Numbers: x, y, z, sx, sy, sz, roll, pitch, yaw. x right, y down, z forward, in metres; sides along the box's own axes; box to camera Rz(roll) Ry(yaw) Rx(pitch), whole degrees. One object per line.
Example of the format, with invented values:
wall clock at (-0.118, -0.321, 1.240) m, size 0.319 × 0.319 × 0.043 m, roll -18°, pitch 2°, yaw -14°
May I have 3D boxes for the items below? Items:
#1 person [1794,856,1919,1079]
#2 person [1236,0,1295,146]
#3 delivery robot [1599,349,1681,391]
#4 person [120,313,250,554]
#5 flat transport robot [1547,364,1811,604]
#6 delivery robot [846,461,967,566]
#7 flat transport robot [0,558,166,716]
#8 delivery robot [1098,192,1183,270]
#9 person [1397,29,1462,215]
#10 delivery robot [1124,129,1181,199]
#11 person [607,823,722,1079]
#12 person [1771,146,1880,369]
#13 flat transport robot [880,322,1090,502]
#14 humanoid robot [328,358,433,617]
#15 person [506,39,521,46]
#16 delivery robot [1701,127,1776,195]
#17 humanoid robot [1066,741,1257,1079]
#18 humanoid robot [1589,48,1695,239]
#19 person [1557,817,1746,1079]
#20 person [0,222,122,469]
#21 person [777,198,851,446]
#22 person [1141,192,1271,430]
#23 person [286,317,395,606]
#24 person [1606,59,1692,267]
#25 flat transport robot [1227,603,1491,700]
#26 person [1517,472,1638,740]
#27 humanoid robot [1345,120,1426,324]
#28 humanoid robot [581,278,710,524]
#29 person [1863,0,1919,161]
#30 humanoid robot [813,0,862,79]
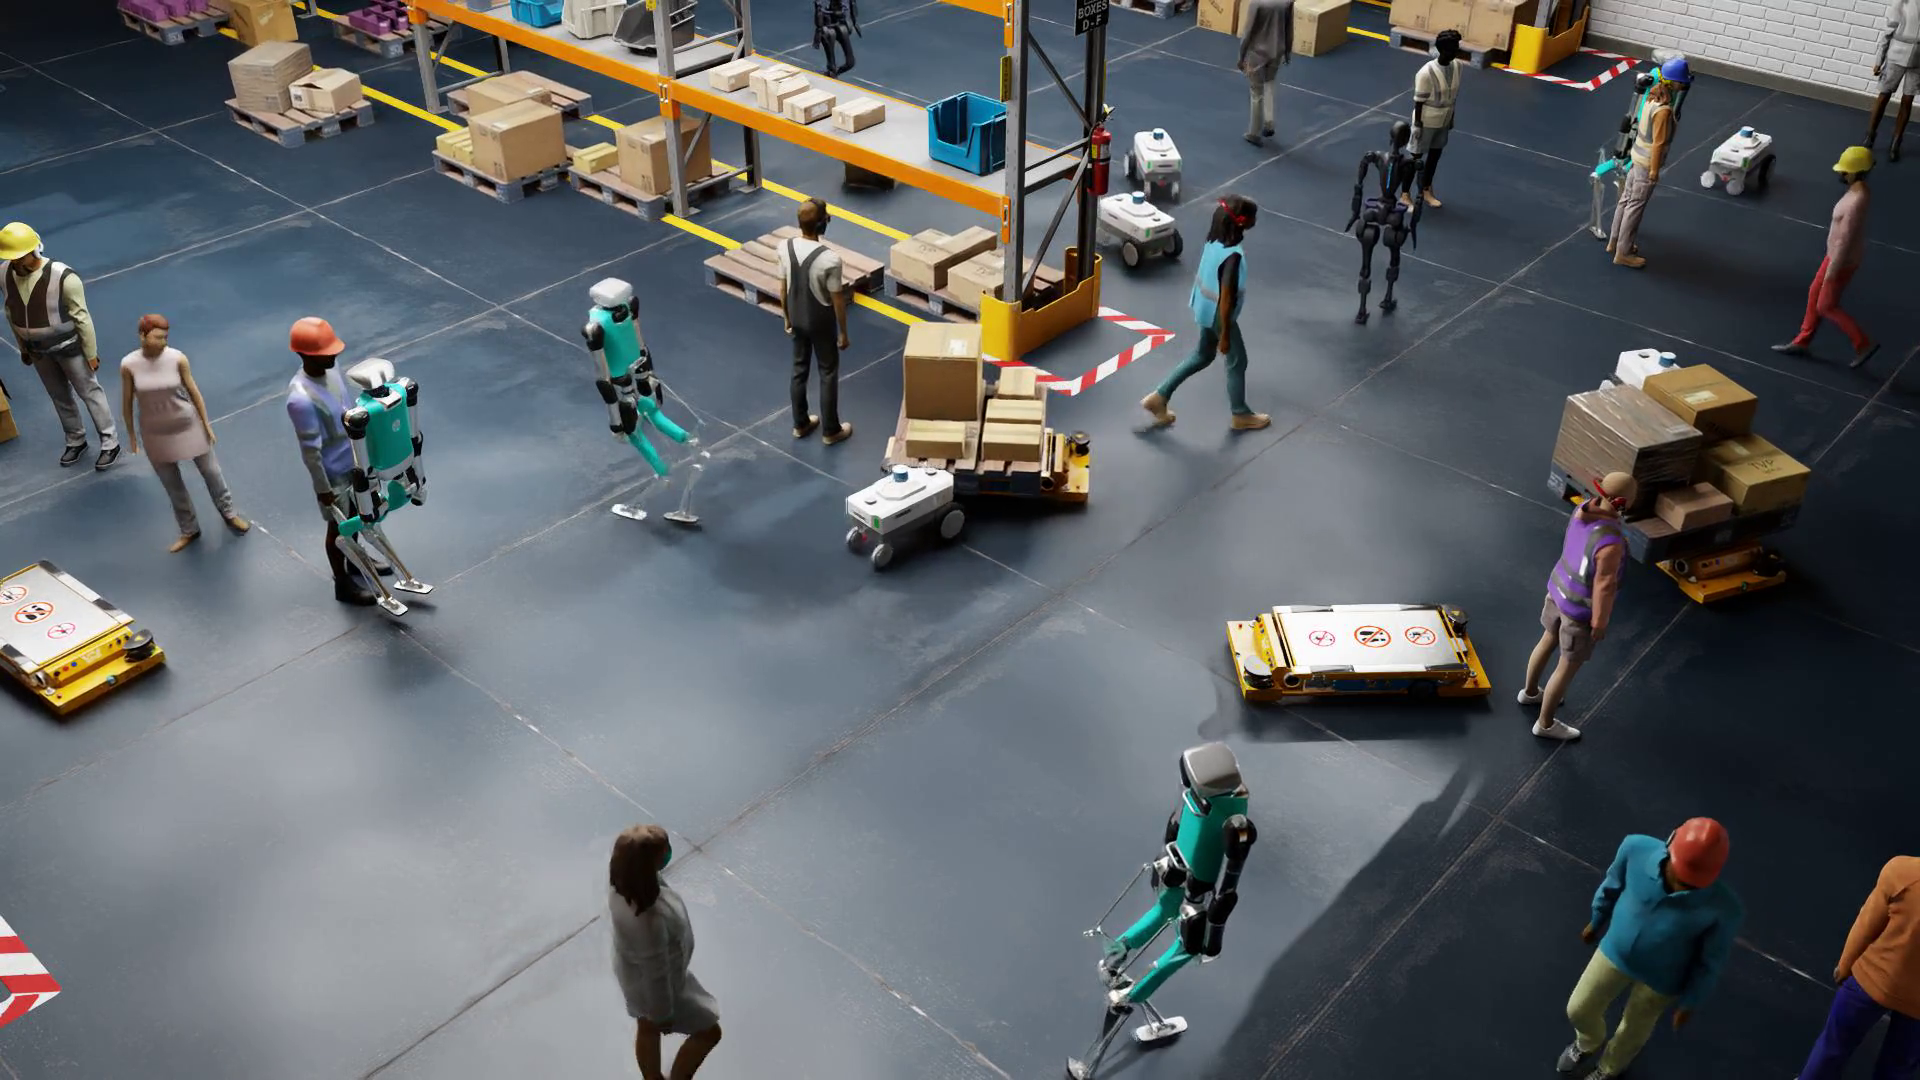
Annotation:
person at (3.833, 1.789, 6.727) m, size 0.515 × 1.972 × 0.404 m, roll 19°, pitch 39°, yaw 25°
person at (2.995, -4.806, 16.346) m, size 0.566 × 1.886 × 0.467 m, roll -12°, pitch 36°, yaw -16°
delivery robot at (5.095, -1.093, 12.132) m, size 0.499 × 0.583 × 0.774 m, roll -8°, pitch 35°, yaw -11°
person at (-4.995, -0.700, 10.618) m, size 0.572 × 1.640 × 0.302 m, roll -12°, pitch 36°, yaw -16°
flat transport robot at (4.671, -0.104, 10.960) m, size 0.659 × 0.231 × 1.431 m, roll -12°, pitch 36°, yaw -17°
delivery robot at (-0.365, -0.215, 10.887) m, size 0.812 × 0.614 × 0.499 m, roll -27°, pitch 43°, yaw -33°
flat transport robot at (-5.492, 0.549, 10.014) m, size 1.431 × 0.231 × 0.659 m, roll 24°, pitch 41°, yaw 30°
delivery robot at (1.553, -2.726, 14.524) m, size 0.499 × 0.612 × 0.815 m, roll -21°, pitch 40°, yaw -27°
person at (4.278, -3.789, 15.049) m, size 0.535 × 1.691 × 0.318 m, roll -21°, pitch 40°, yaw -27°
delivery robot at (1.864, -3.603, 15.789) m, size 0.499 × 0.606 × 0.796 m, roll -3°, pitch 35°, yaw -4°
person at (-1.232, 1.810, 6.962) m, size 0.413 × 1.644 × 0.527 m, roll -14°, pitch 37°, yaw -19°
person at (6.746, -2.112, 12.573) m, size 0.656 × 1.732 × 0.545 m, roll 15°, pitch 37°, yaw 20°
flat transport robot at (0.183, -0.542, 11.595) m, size 1.431 × 0.231 × 0.659 m, roll 3°, pitch 35°, yaw 4°
humanoid robot at (-3.529, -0.352, 9.910) m, size 0.735 × 1.677 × 0.533 m, roll 16°, pitch 38°, yaw 22°
person at (-5.086, -6.472, 18.899) m, size 0.509 × 1.734 × 0.568 m, roll 30°, pitch 44°, yaw 36°
delivery robot at (7.426, -3.638, 15.843) m, size 0.525 × 0.610 × 0.781 m, roll 26°, pitch 42°, yaw 32°
humanoid robot at (0.775, 1.674, 7.173) m, size 0.820 × 1.877 × 0.554 m, roll -10°, pitch 36°, yaw -14°
humanoid robot at (5.868, -3.506, 14.554) m, size 0.535 × 1.736 × 0.720 m, roll -9°, pitch 36°, yaw -12°
person at (2.866, 1.765, 6.961) m, size 0.409 × 1.727 × 0.585 m, roll -26°, pitch 43°, yaw -33°
person at (-6.179, -1.327, 11.368) m, size 0.589 × 1.825 × 0.403 m, roll 5°, pitch 35°, yaw 7°
person at (-1.011, -1.510, 11.621) m, size 0.512 × 1.837 × 0.347 m, roll 16°, pitch 38°, yaw 22°
person at (1.791, -1.576, 11.719) m, size 0.912 × 1.836 × 0.566 m, roll -4°, pitch 35°, yaw -6°
person at (-3.755, -0.482, 10.053) m, size 0.399 × 1.930 × 0.545 m, roll 1°, pitch 35°, yaw 1°
person at (5.863, -3.213, 14.136) m, size 0.317 × 1.775 × 0.481 m, roll 4°, pitch 35°, yaw 6°
flat transport robot at (2.348, 0.664, 9.848) m, size 1.431 × 0.231 × 0.659 m, roll -1°, pitch 35°, yaw -1°
person at (3.377, 0.347, 9.061) m, size 0.354 × 1.685 × 0.486 m, roll -1°, pitch 35°, yaw -2°
humanoid robot at (3.389, -2.569, 13.300) m, size 0.585 × 1.645 × 0.522 m, roll 12°, pitch 36°, yaw 17°
humanoid robot at (-1.967, -0.817, 10.709) m, size 0.862 × 1.770 × 0.541 m, roll 13°, pitch 37°, yaw 18°
person at (9.150, -4.632, 16.069) m, size 0.547 × 1.924 × 0.387 m, roll 14°, pitch 37°, yaw 19°
humanoid robot at (-1.350, -5.423, 17.421) m, size 0.604 × 1.644 × 0.440 m, roll -29°, pitch 44°, yaw -35°
